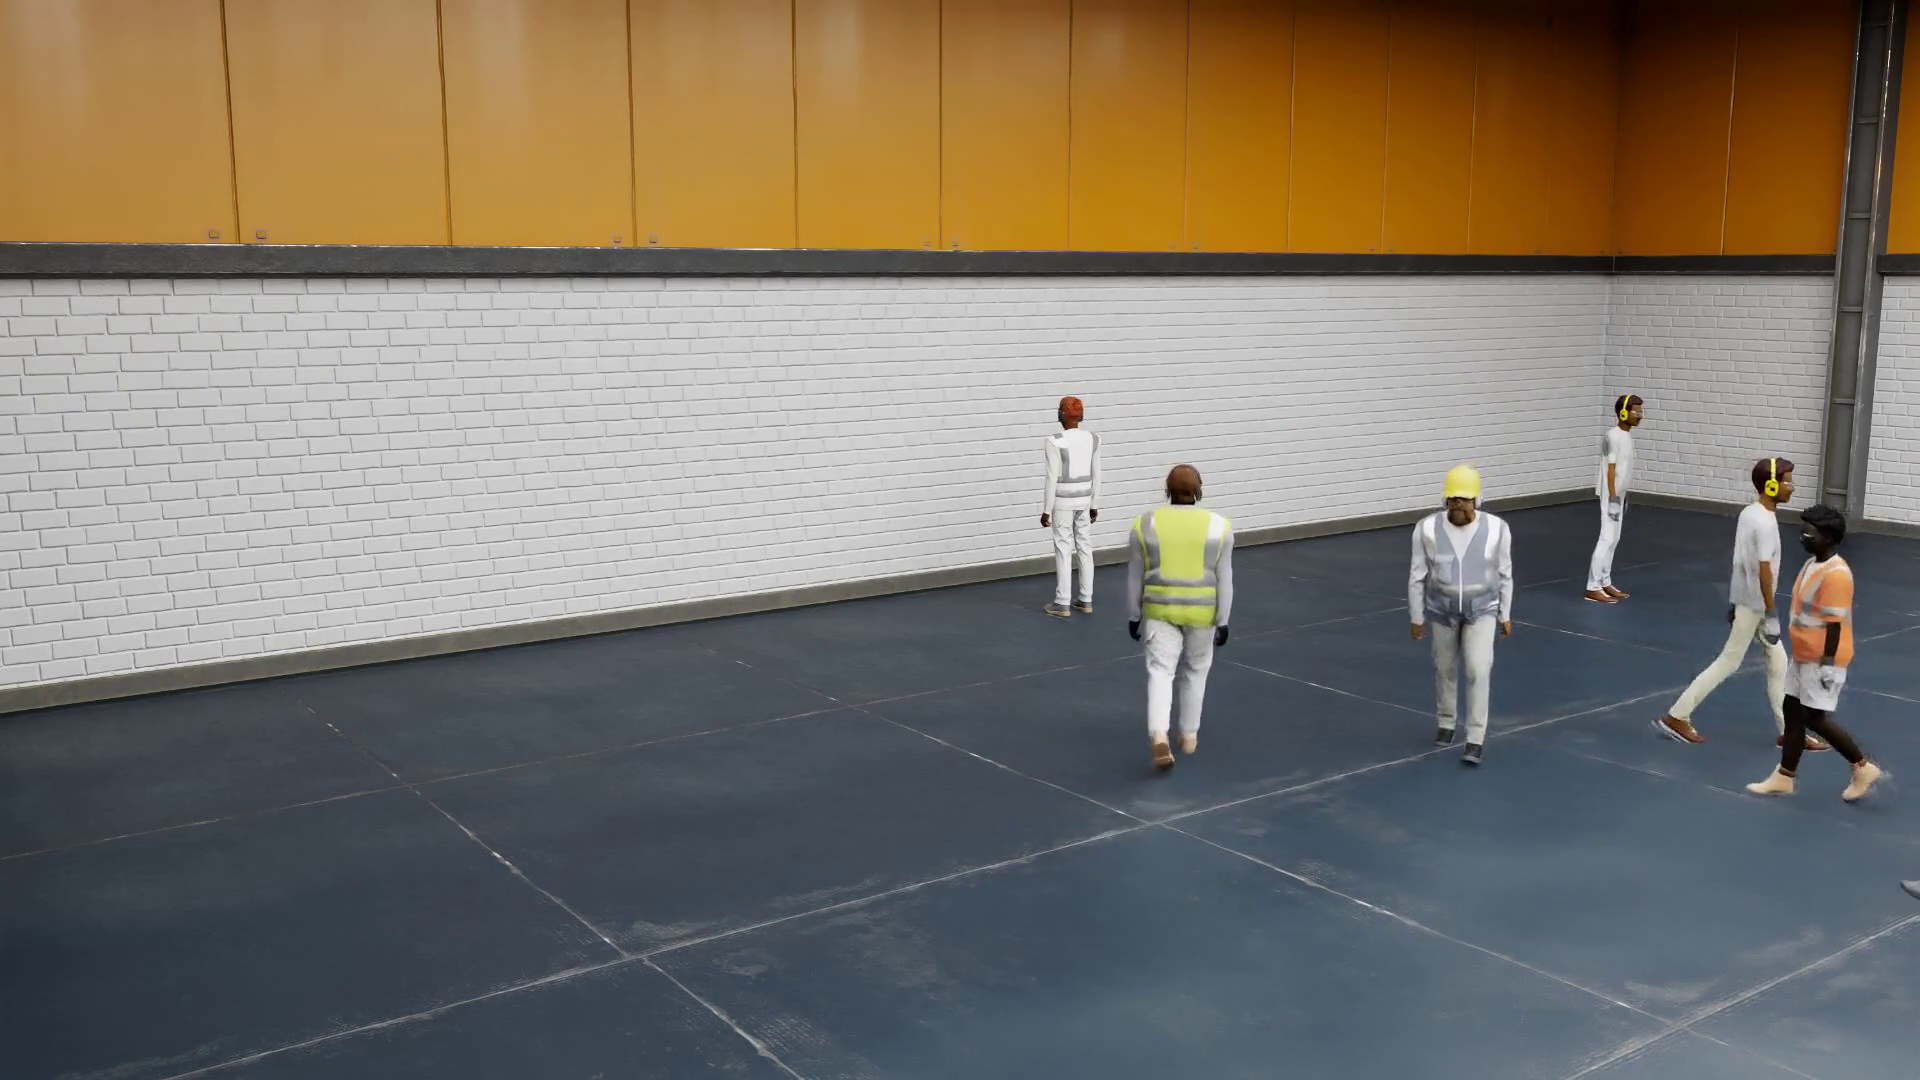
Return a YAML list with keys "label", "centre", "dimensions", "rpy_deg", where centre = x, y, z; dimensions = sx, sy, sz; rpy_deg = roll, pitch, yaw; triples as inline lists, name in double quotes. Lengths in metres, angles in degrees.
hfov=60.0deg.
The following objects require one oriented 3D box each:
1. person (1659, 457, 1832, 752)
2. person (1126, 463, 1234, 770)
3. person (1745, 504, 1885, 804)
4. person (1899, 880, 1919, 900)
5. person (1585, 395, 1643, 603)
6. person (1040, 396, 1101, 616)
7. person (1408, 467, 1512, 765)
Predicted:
- label: "person"
  centre: [4.851, 0.393, 10.234]
  dimensions: [0.967, 1.832, 0.539]
  rpy_deg: [3, 10, 20]
- label: "person"
  centre: [1.306, 0.449, 9.927]
  dimensions: [0.632, 1.818, 0.837]
  rpy_deg: [1, 9, 9]
- label: "person"
  centre: [4.773, 0.637, 9.162]
  dimensions: [0.626, 1.678, 0.547]
  rpy_deg: [2, 9, 12]
- label: "person"
  centre: [4.778, 0.828, 7.589]
  dimensions: [0.927, 1.798, 0.601]
  rpy_deg: [1, 9, 7]
- label: "person"
  centre: [5.865, -0.371, 14.856]
  dimensions: [0.359, 1.858, 0.510]
  rpy_deg: [7, 12, 38]
- label: "person"
  centre: [0.947, -0.291, 14.264]
  dimensions: [0.587, 1.882, 0.341]
  rpy_deg: [-6, 11, -33]
- label: "person"
  centre: [3.005, 0.446, 10.043]
  dimensions: [0.603, 1.784, 0.841]
  rpy_deg: [3, 10, 20]
